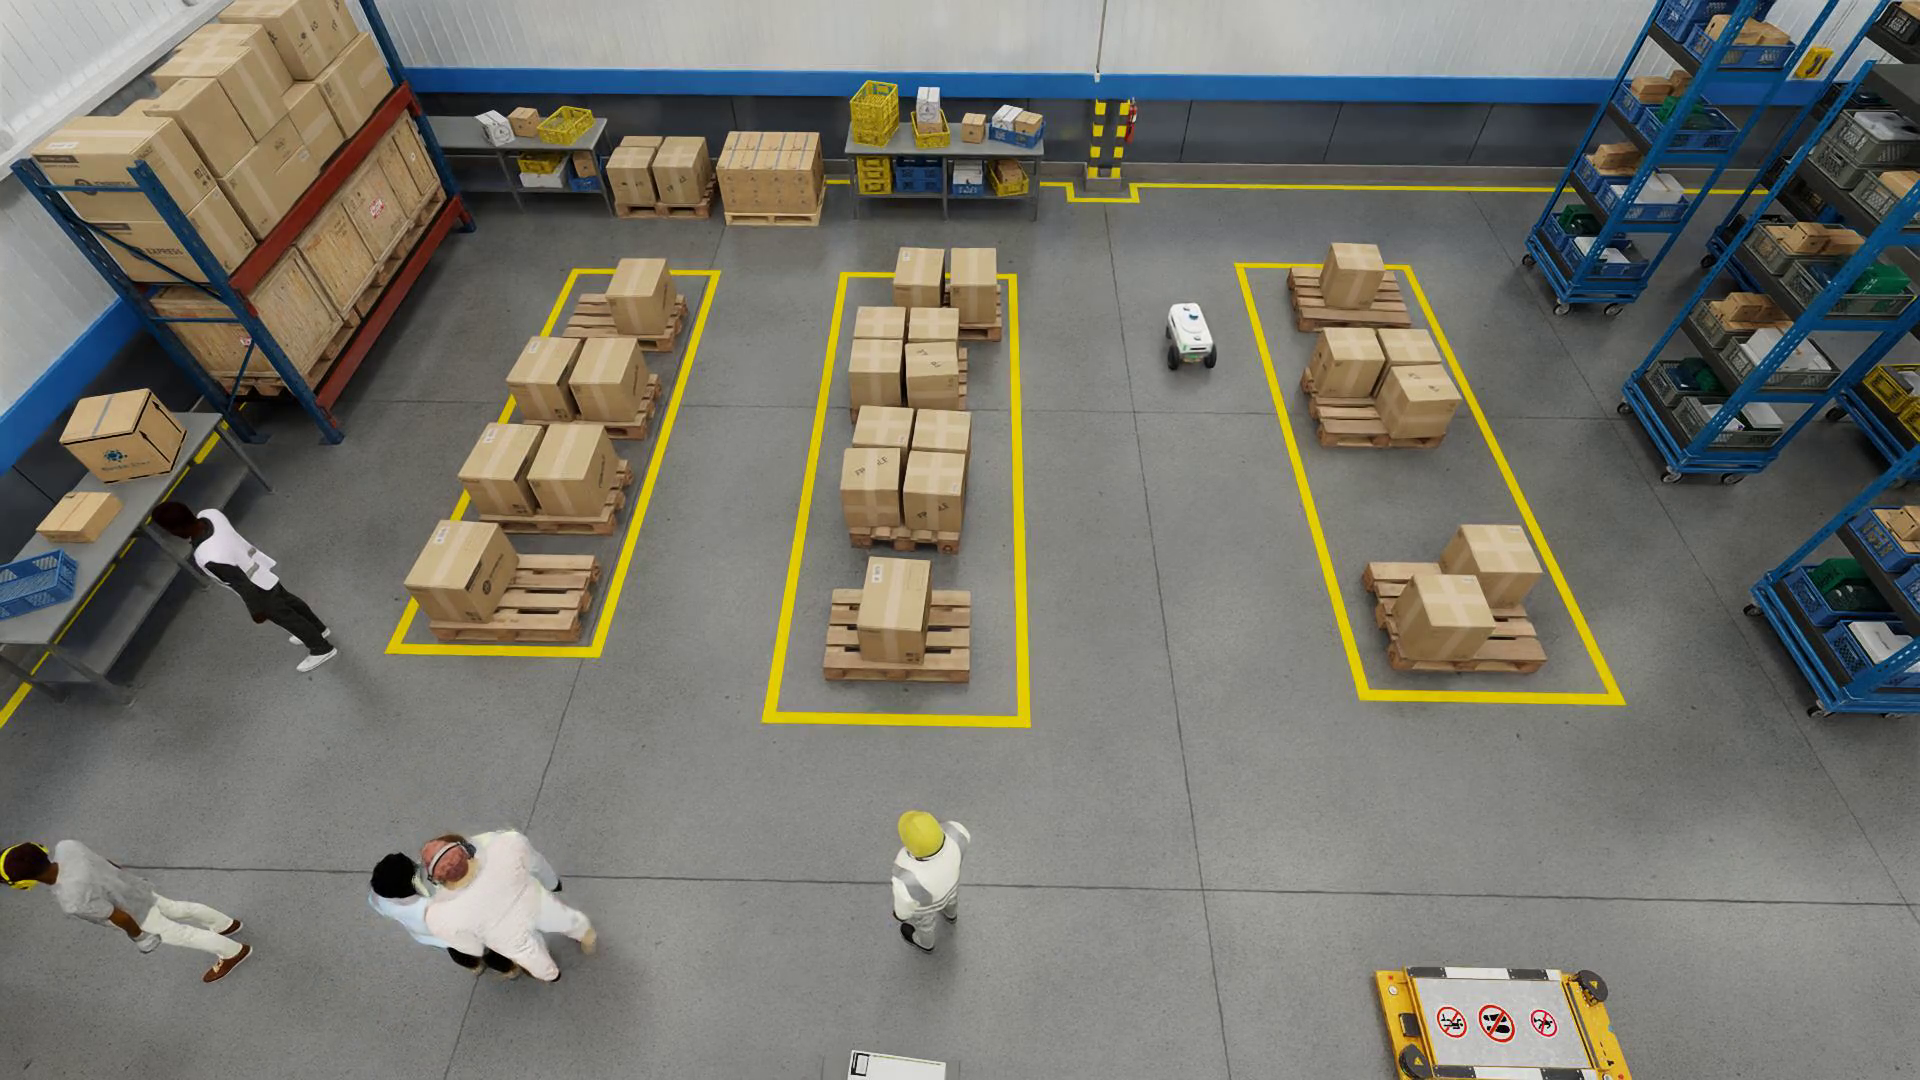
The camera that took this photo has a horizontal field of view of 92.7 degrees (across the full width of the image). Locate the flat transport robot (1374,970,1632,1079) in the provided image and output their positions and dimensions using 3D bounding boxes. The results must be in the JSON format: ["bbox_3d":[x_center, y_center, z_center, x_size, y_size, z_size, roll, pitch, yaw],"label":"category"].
[{"bbox_3d":[3.501,3.133,5.914,1.431,0.197,0.652,1,51,1],"label":"flat transport robot"}]

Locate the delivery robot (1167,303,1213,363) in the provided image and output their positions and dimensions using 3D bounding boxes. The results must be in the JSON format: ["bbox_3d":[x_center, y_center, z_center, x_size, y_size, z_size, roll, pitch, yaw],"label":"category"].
[{"bbox_3d":[2.539,-2.313,10.110,0.477,0.478,0.707,-3,50,-3],"label":"delivery robot"}]

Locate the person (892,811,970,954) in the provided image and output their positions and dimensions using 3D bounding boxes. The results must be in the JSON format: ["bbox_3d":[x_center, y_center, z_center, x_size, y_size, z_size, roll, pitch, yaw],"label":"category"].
[{"bbox_3d":[-0.207,2.133,5.728,0.404,1.833,0.587,34,58,24],"label":"person"}]

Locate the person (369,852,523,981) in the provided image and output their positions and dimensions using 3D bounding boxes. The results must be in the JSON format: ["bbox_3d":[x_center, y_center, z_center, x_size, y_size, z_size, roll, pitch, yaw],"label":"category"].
[{"bbox_3d":[-3.144,2.346,5.641,0.540,1.696,0.317,7,51,5],"label":"person"}]

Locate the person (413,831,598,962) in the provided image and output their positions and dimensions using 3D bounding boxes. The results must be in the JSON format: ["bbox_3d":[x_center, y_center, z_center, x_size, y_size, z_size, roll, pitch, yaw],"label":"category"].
[{"bbox_3d":[-2.804,2.223,5.656,0.637,1.835,0.431,-16,53,-13],"label":"person"}]

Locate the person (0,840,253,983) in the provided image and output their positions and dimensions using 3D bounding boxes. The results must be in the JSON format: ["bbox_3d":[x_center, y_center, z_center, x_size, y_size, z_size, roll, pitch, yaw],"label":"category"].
[{"bbox_3d":[-5.065,2.262,5.605,0.313,1.862,0.535,-32,58,-23],"label":"person"}]

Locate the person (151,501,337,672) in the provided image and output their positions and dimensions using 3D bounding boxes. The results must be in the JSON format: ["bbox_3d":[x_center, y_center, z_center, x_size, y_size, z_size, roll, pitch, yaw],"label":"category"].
[{"bbox_3d":[-5.505,0.338,7.141,0.391,1.913,0.587,-26,55,-20],"label":"person"}]

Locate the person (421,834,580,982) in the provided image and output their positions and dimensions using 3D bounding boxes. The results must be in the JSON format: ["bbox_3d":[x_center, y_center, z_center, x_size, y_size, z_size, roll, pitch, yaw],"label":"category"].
[{"bbox_3d":[-2.786,2.238,5.594,0.410,1.913,0.642,22,54,17],"label":"person"}]
